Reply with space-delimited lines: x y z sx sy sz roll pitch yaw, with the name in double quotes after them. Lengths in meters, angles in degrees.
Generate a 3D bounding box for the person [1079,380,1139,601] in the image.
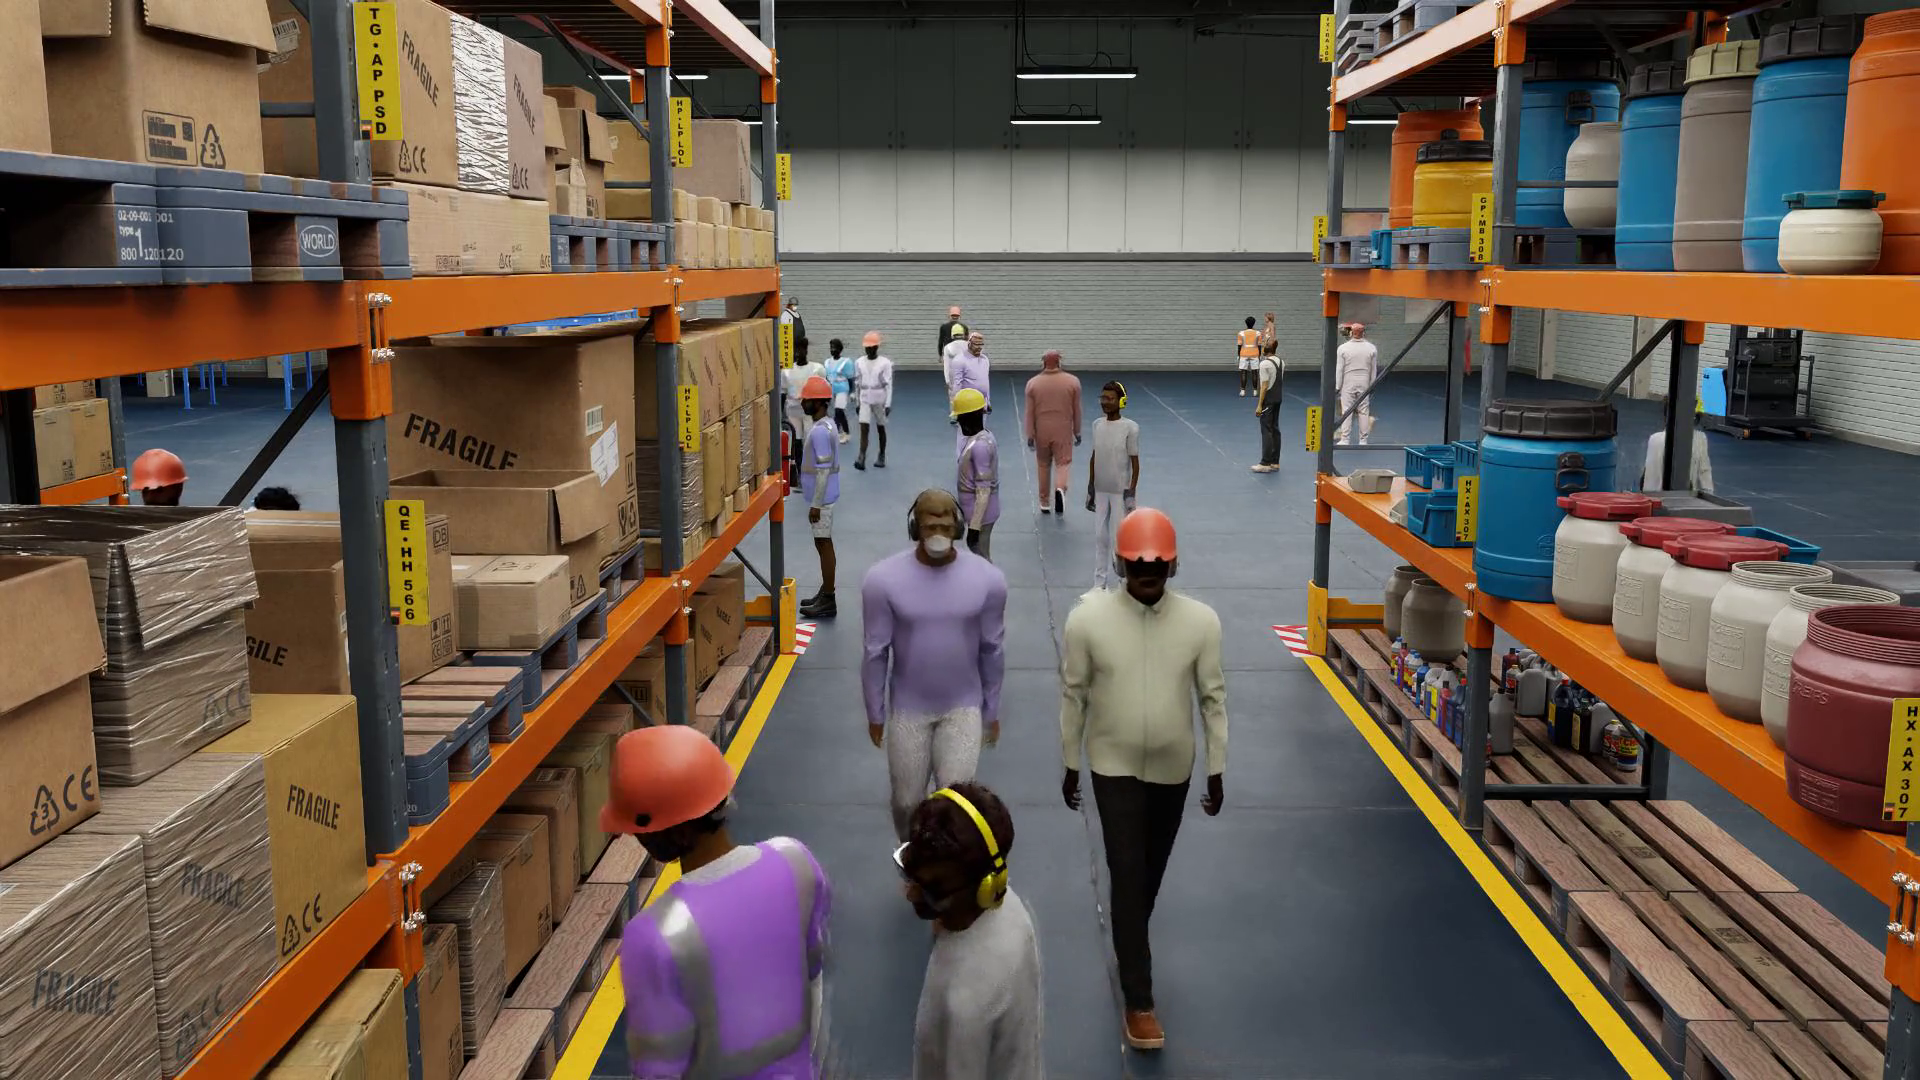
1.262 -0.397 13.921 0.514 1.876 0.328 8 13 41 "person"

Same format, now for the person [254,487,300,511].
-3.564 0.544 8.846 0.549 1.682 0.360 0 9 -3 "person"

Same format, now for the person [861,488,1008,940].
-0.115 0.706 7.212 0.625 1.922 0.667 -1 10 -6 "person"

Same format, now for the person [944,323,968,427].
0.007 -2.836 28.757 0.586 1.809 0.835 -2 10 -12 "person"

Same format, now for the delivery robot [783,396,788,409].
-3.010 -2.366 28.732 0.335 0.223 0.698 7 12 36 "delivery robot"

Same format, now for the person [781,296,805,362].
-4.019 -4.872 40.357 0.536 2.000 0.688 4 10 22 "person"

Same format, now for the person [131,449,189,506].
-3.931 0.504 8.333 0.547 1.938 0.379 -1 10 -5 "person"

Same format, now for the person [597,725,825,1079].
-0.520 1.306 3.732 0.596 1.890 0.516 -9 13 -43 "person"

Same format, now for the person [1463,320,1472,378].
12.460 -4.853 41.110 0.588 1.707 0.739 -2 10 -12 "person"

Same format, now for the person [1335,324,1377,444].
6.122 -2.394 25.789 0.646 1.908 0.408 -1 10 -6 "person"

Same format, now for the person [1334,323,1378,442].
6.284 -2.578 26.564 0.779 2.018 0.626 1 10 4 "person"

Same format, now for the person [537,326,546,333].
-10.164 -4.714 40.497 0.280 1.633 0.498 2 10 14 "person"

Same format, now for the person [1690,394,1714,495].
6.244 -0.381 14.219 0.552 1.729 0.826 -4 10 -25 "person"

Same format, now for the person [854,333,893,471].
-1.205 -1.904 22.916 0.567 1.882 0.978 2 10 14 "person"

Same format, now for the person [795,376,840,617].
-1.149 -0.360 13.499 0.350 1.941 0.545 0 9 -2 "person"

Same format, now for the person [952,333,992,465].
0.191 -1.869 22.661 0.638 1.903 0.408 -9 13 -43 "person"

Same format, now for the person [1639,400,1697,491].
5.575 -0.210 12.953 0.965 1.821 0.505 1 10 6 "person"

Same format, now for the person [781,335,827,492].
-1.972 -1.576 20.745 0.620 1.949 0.418 2 10 12 "person"

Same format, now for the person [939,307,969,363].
-0.116 -3.808 34.135 0.607 1.959 0.987 -1 10 -8 "person"

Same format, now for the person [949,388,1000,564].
0.111 -0.182 12.500 0.382 1.918 0.585 0 9 0 "person"

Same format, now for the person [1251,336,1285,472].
4.224 -1.858 22.759 0.342 1.846 0.509 8 13 41 "person"

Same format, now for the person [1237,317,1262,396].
6.190 -3.925 35.580 0.541 1.695 0.316 0 9 3 "person"

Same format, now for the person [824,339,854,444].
-1.938 -2.298 25.935 0.545 1.647 0.874 7 12 36 "person"

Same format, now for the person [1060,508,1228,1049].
0.702 0.825 6.391 0.627 1.953 1.028 -1 10 -5 "person"

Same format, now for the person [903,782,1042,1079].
0.047 1.356 3.569 0.292 1.838 0.683 1 10 9 "person"

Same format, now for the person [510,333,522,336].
-6.641 -2.223 25.106 0.632 1.792 0.949 6 11 32 "person"

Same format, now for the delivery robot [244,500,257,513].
-6.832 -0.148 16.223 0.477 0.478 0.707 -4 10 -21 "delivery robot"

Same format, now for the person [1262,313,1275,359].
7.451 -4.653 40.117 0.309 1.639 0.523 -1 10 -7 "person"

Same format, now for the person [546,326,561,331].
-9.715 -4.653 39.307 0.831 1.904 0.655 0 9 1 "person"

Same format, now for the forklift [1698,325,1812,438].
13.248 -3.165 27.620 1.129 2.768 1.873 0 9 1 "forklift"

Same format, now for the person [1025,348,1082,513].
1.052 -1.223 18.848 0.653 1.881 0.723 1 10 7 "person"
